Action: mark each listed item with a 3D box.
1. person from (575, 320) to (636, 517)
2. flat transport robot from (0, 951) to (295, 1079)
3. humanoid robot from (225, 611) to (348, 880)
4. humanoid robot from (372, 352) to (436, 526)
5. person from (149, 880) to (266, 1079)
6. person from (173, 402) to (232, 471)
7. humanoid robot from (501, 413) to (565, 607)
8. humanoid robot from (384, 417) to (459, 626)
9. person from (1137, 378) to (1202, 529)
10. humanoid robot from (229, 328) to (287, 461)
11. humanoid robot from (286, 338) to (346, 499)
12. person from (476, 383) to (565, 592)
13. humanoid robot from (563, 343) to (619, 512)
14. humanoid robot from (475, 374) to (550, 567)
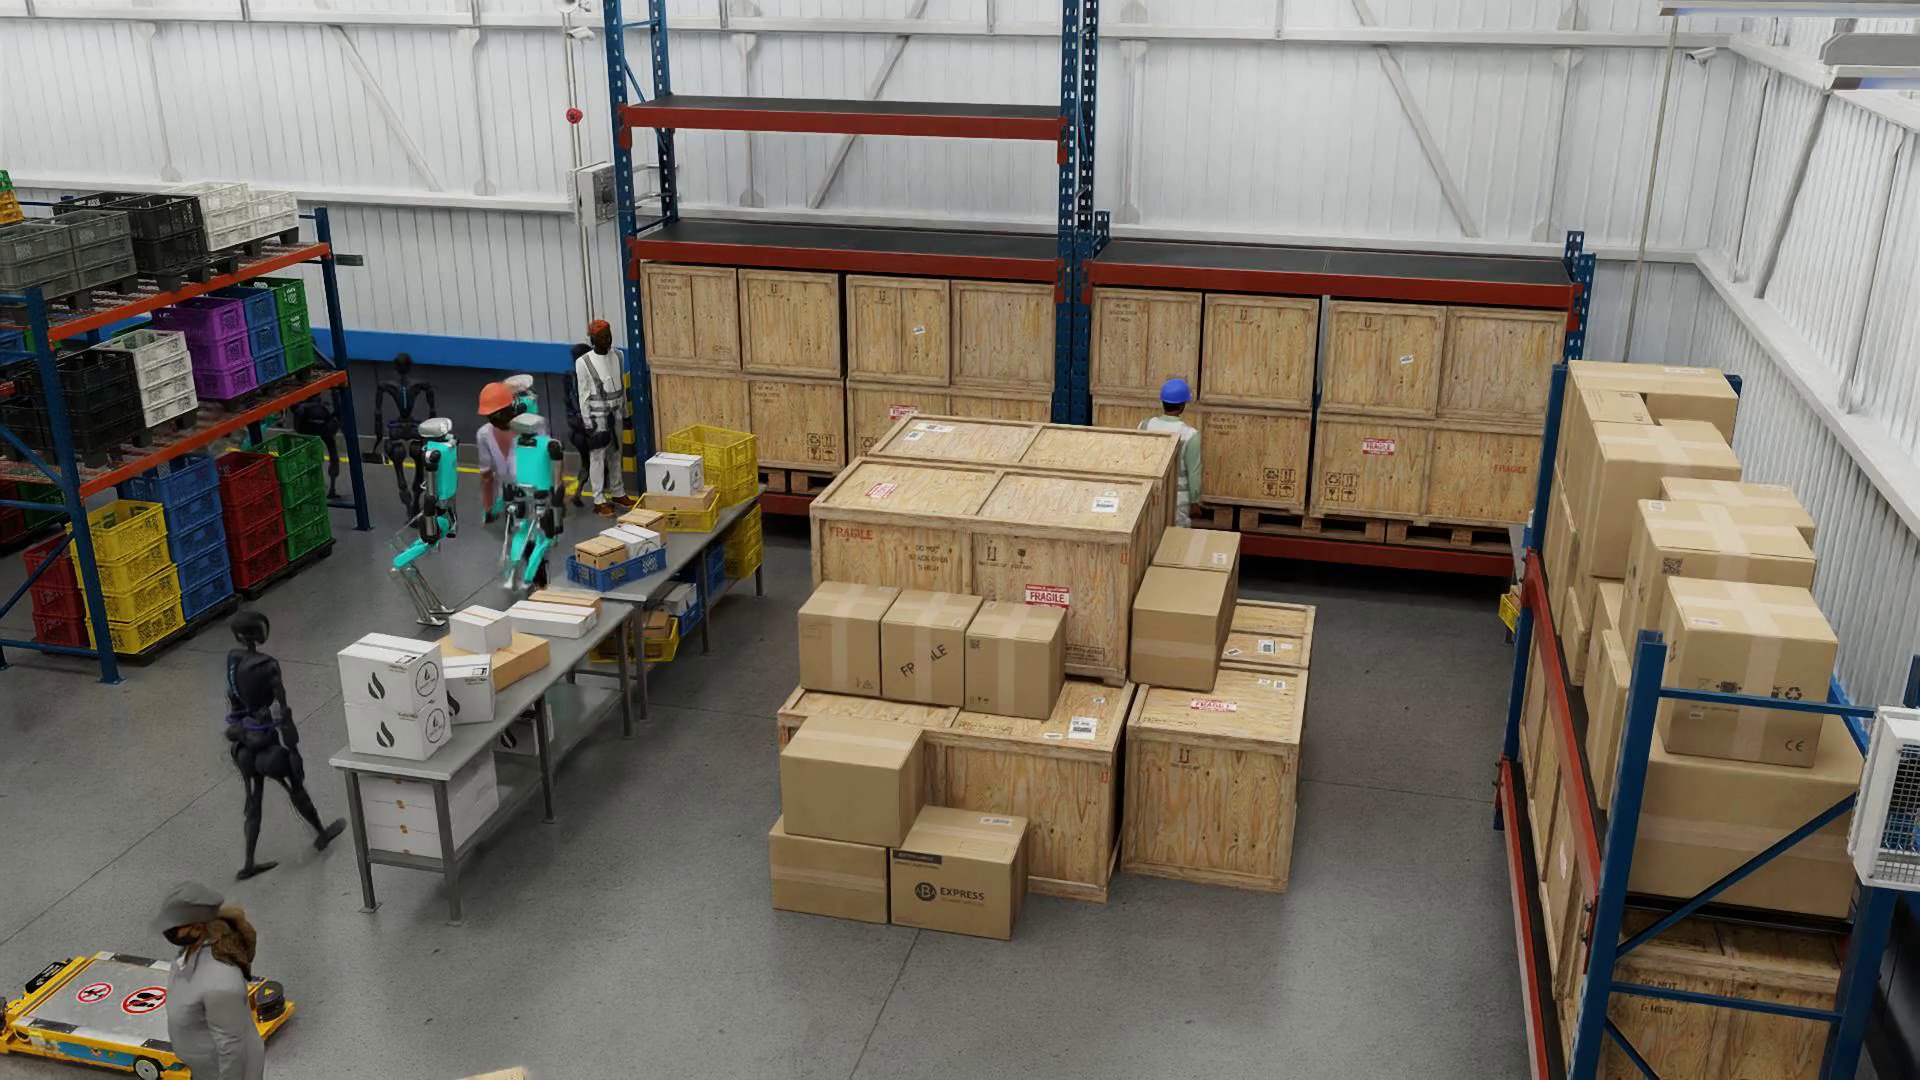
[{"bbox_3d":[-3.366,-1.167,15.838,0.356,1.884,0.573,14,25,32],"label":"person"},{"bbox_3d":[-4.270,2.464,8.601,1.431,0.231,0.659,5,22,13],"label":"flat transport robot"},{"bbox_3d":[-4.147,1.192,9.991,0.589,1.637,0.705,13,24,30],"label":"humanoid robot"},{"bbox_3d":[-5.205,-0.946,15.591,0.612,1.655,0.516,-7,22,-19],"label":"humanoid robot"},{"bbox_3d":[-3.143,2.222,7.131,0.399,1.769,0.560,-14,25,-32],"label":"person"},{"bbox_3d":[-7.259,-1.142,15.860,0.603,1.813,0.557,0,21,-1],"label":"person"},{"bbox_3d":[-3.461,-0.063,13.144,0.535,1.770,0.785,6,22,16],"label":"humanoid robot"},{"bbox_3d":[-4.315,-0.154,13.255,0.737,1.689,0.530,1,21,4],"label":"humanoid robot"},{"bbox_3d":[1.721,-0.376,13.677,0.601,1.949,0.389,17,27,38],"label":"person"},{"bbox_3d":[-6.890,-1.213,16.181,0.832,1.762,0.534,7,22,18],"label":"humanoid robot"},{"bbox_3d":[-6.288,-1.203,16.250,0.596,1.636,0.465,5,21,13],"label":"humanoid robot"},{"bbox_3d":[-3.555,-0.306,13.412,0.656,2.010,0.542,7,22,18],"label":"person"},{"bbox_3d":[-3.545,-1.052,15.824,0.586,1.649,0.418,10,23,25],"label":"humanoid robot"},{"bbox_3d":[-3.949,-0.569,14.416,0.678,1.756,0.543,0,21,-1],"label":"humanoid robot"}]
